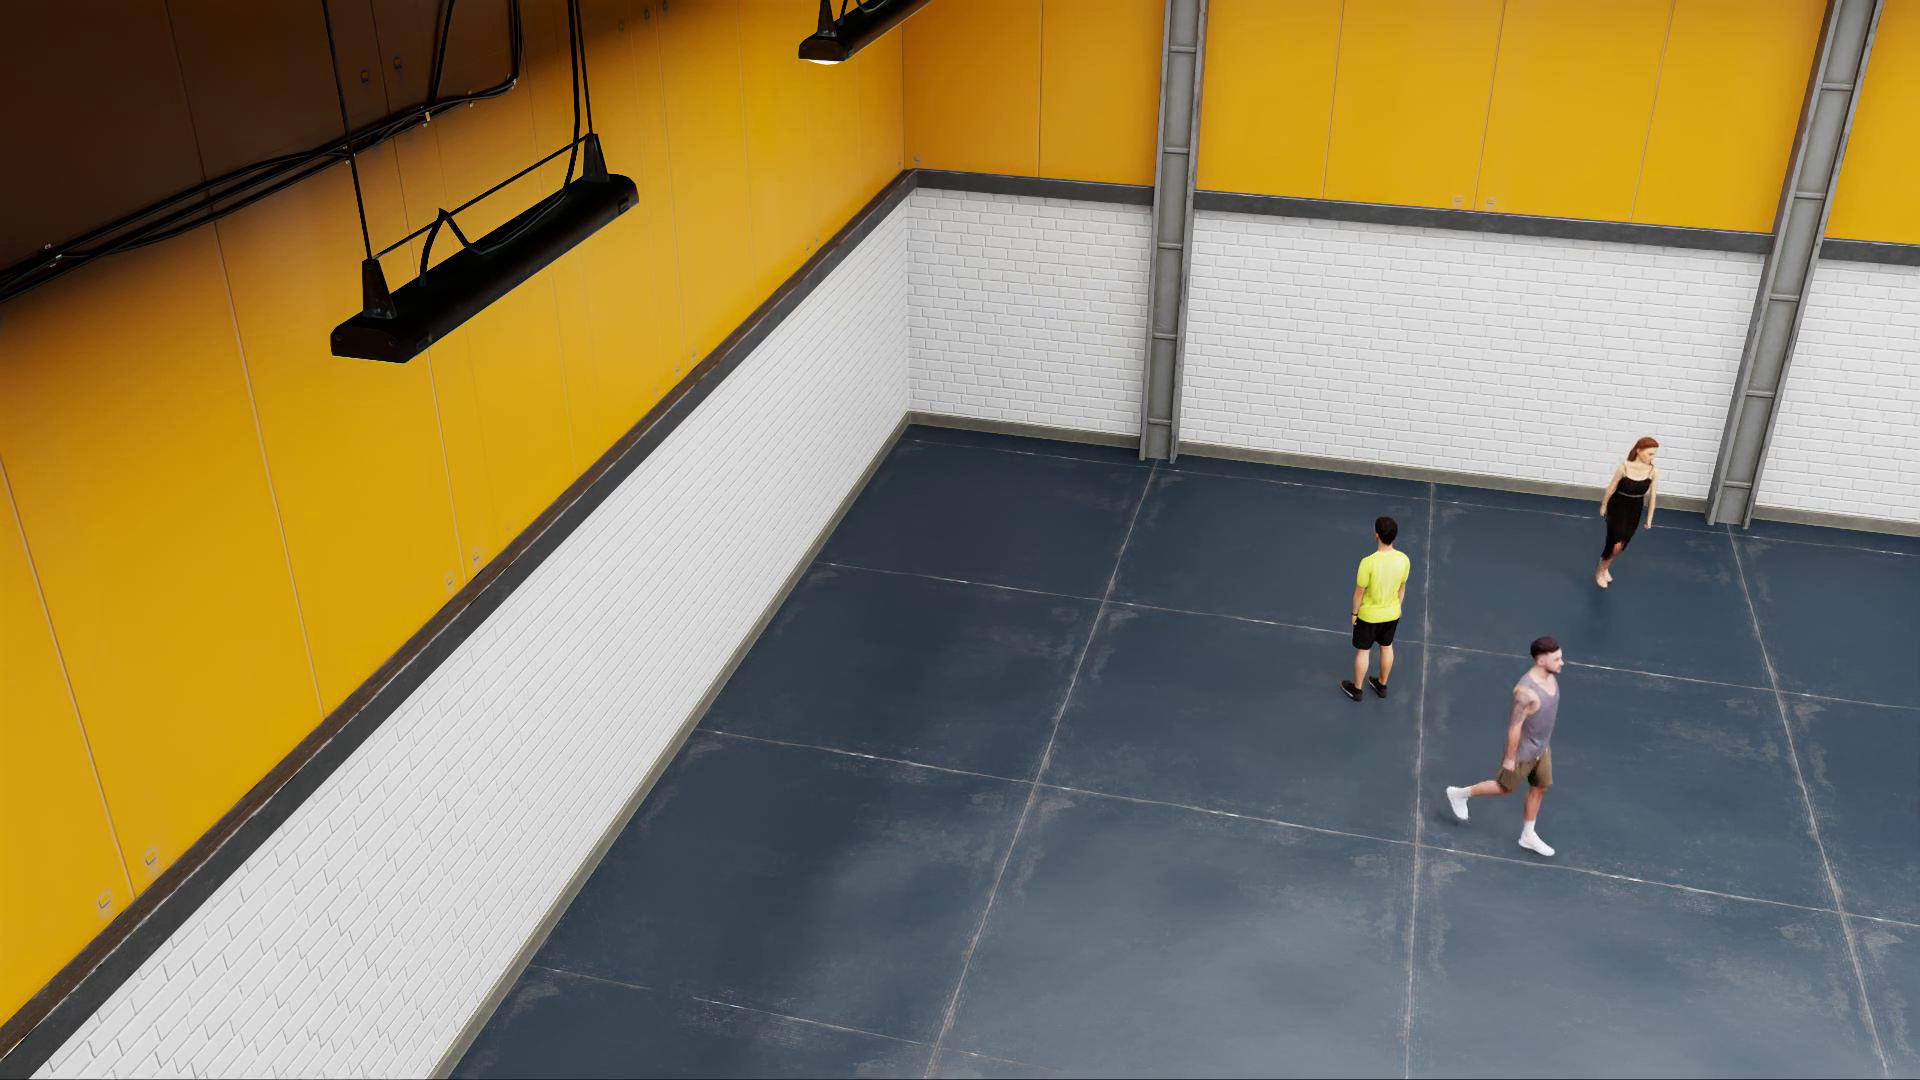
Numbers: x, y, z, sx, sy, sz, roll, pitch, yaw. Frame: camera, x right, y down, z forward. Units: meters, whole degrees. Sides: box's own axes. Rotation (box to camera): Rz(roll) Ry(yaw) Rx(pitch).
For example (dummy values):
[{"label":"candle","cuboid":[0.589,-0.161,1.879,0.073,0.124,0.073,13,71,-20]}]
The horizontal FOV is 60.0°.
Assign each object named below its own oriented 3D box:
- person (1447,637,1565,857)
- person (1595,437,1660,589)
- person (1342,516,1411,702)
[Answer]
[{"label":"person","cuboid":[4.139,1.488,12.399,1.206,1.826,0.966,24,37,36]},{"label":"person","cuboid":[6.338,-0.297,15.943,0.696,1.594,0.729,5,29,9]},{"label":"person","cuboid":[3.585,0.589,14.203,0.606,1.706,0.741,-4,29,-8]}]
